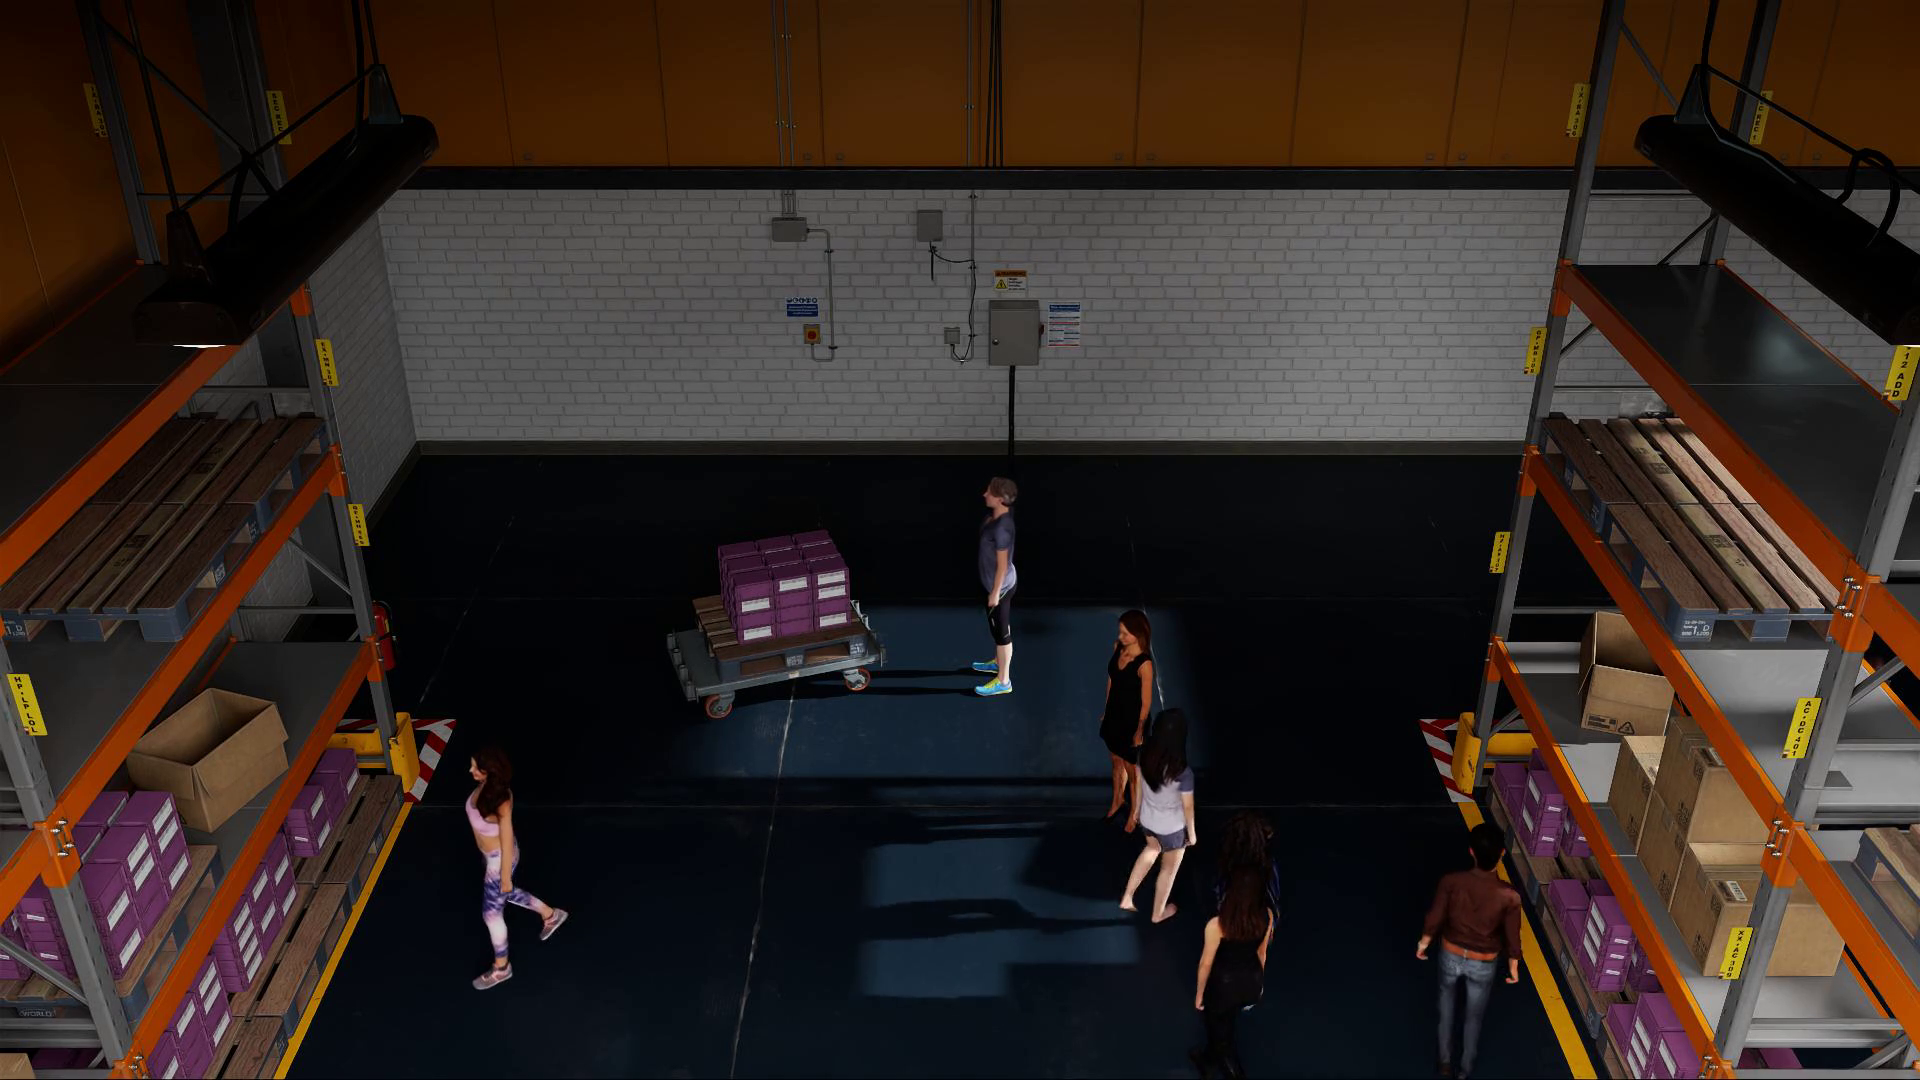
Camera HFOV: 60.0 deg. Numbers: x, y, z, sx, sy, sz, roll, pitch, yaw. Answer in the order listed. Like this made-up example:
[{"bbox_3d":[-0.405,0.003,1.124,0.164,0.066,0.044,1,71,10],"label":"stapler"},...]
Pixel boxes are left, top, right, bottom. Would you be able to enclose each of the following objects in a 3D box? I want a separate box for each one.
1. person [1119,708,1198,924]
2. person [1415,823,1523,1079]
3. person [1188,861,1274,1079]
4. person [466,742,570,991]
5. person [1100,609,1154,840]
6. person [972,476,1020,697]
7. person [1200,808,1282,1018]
[{"bbox_3d":[1.257,1.833,10.713,0.837,1.696,0.778,-24,37,-37],"label":"person"},{"bbox_3d":[2.883,2.448,9.520,0.868,1.758,0.878,15,32,25],"label":"person"},{"bbox_3d":[1.575,2.586,9.368,0.855,1.662,1.122,-13,31,-22],"label":"person"},{"bbox_3d":[-2.827,1.973,10.395,0.914,1.755,0.961,-14,31,-24],"label":"person"},{"bbox_3d":[1.169,1.279,11.583,0.726,1.835,0.631,-17,33,-29],"label":"person"},{"bbox_3d":[0.307,0.340,13.247,0.702,1.889,0.508,-1,29,-1],"label":"person"},{"bbox_3d":[1.654,2.284,9.971,0.898,1.613,0.839,-24,37,-37],"label":"person"}]
